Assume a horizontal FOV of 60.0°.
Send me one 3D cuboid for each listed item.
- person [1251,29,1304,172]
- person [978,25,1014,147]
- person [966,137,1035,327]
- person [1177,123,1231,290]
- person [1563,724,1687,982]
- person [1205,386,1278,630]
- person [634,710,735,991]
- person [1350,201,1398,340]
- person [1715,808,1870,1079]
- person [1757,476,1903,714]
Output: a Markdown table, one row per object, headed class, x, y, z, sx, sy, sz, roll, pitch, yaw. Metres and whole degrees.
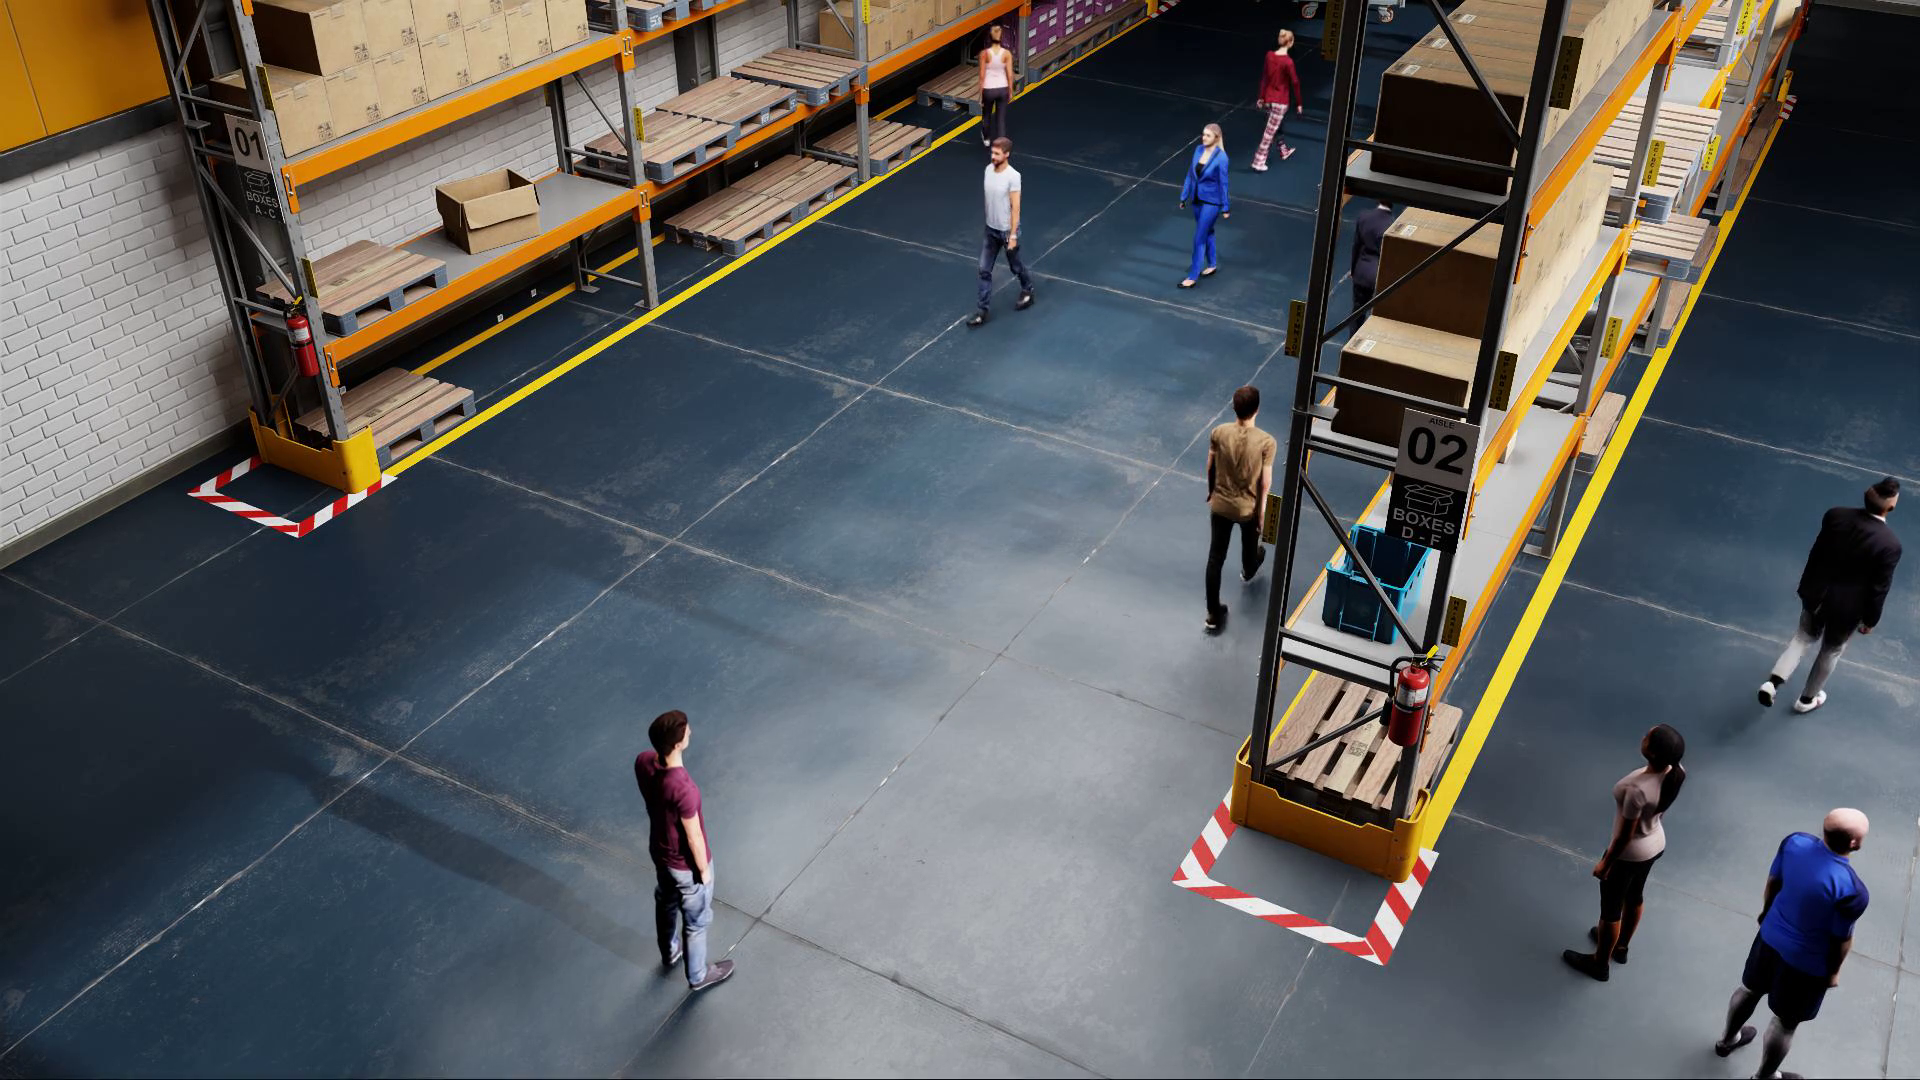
| class | x | y | z | sx | sy | sz | roll | pitch | yaw |
| --- | --- | --- | --- | --- | --- | --- | --- | --- | --- |
| person | 3.677 | -5.153 | 19.603 | 1.103 | 1.674 | 0.916 | -22 | 39 | -29 |
| person | 0.434 | -5.305 | 19.892 | 0.884 | 1.606 | 1.089 | -1 | 34 | -1 |
| person | 0.482 | -3.049 | 16.295 | 0.753 | 1.832 | 1.216 | 23 | 40 | 31 |
| person | 2.596 | -3.452 | 17.042 | 1.039 | 1.676 | 0.883 | -22 | 39 | -29 |
| person | 3.726 | 1.720 | 9.196 | 0.609 | 1.748 | 0.740 | -23 | 40 | -31 |
| person | 1.961 | -0.185 | 12.012 | 0.733 | 1.803 | 1.208 | 16 | 37 | 23 |
| person | -1.550 | 1.699 | 9.138 | 0.639 | 1.848 | 0.702 | -28 | 42 | -35 |
| person | 3.806 | -2.441 | 15.407 | 0.723 | 1.801 | 0.701 | 20 | 39 | 28 |
| person | 4.305 | 2.085 | 8.563 | 0.784 | 1.840 | 0.746 | -11 | 35 | -16 |
| person | 5.749 | 0.405 | 11.009 | 1.066 | 1.932 | 0.939 | -21 | 39 | -29 |
